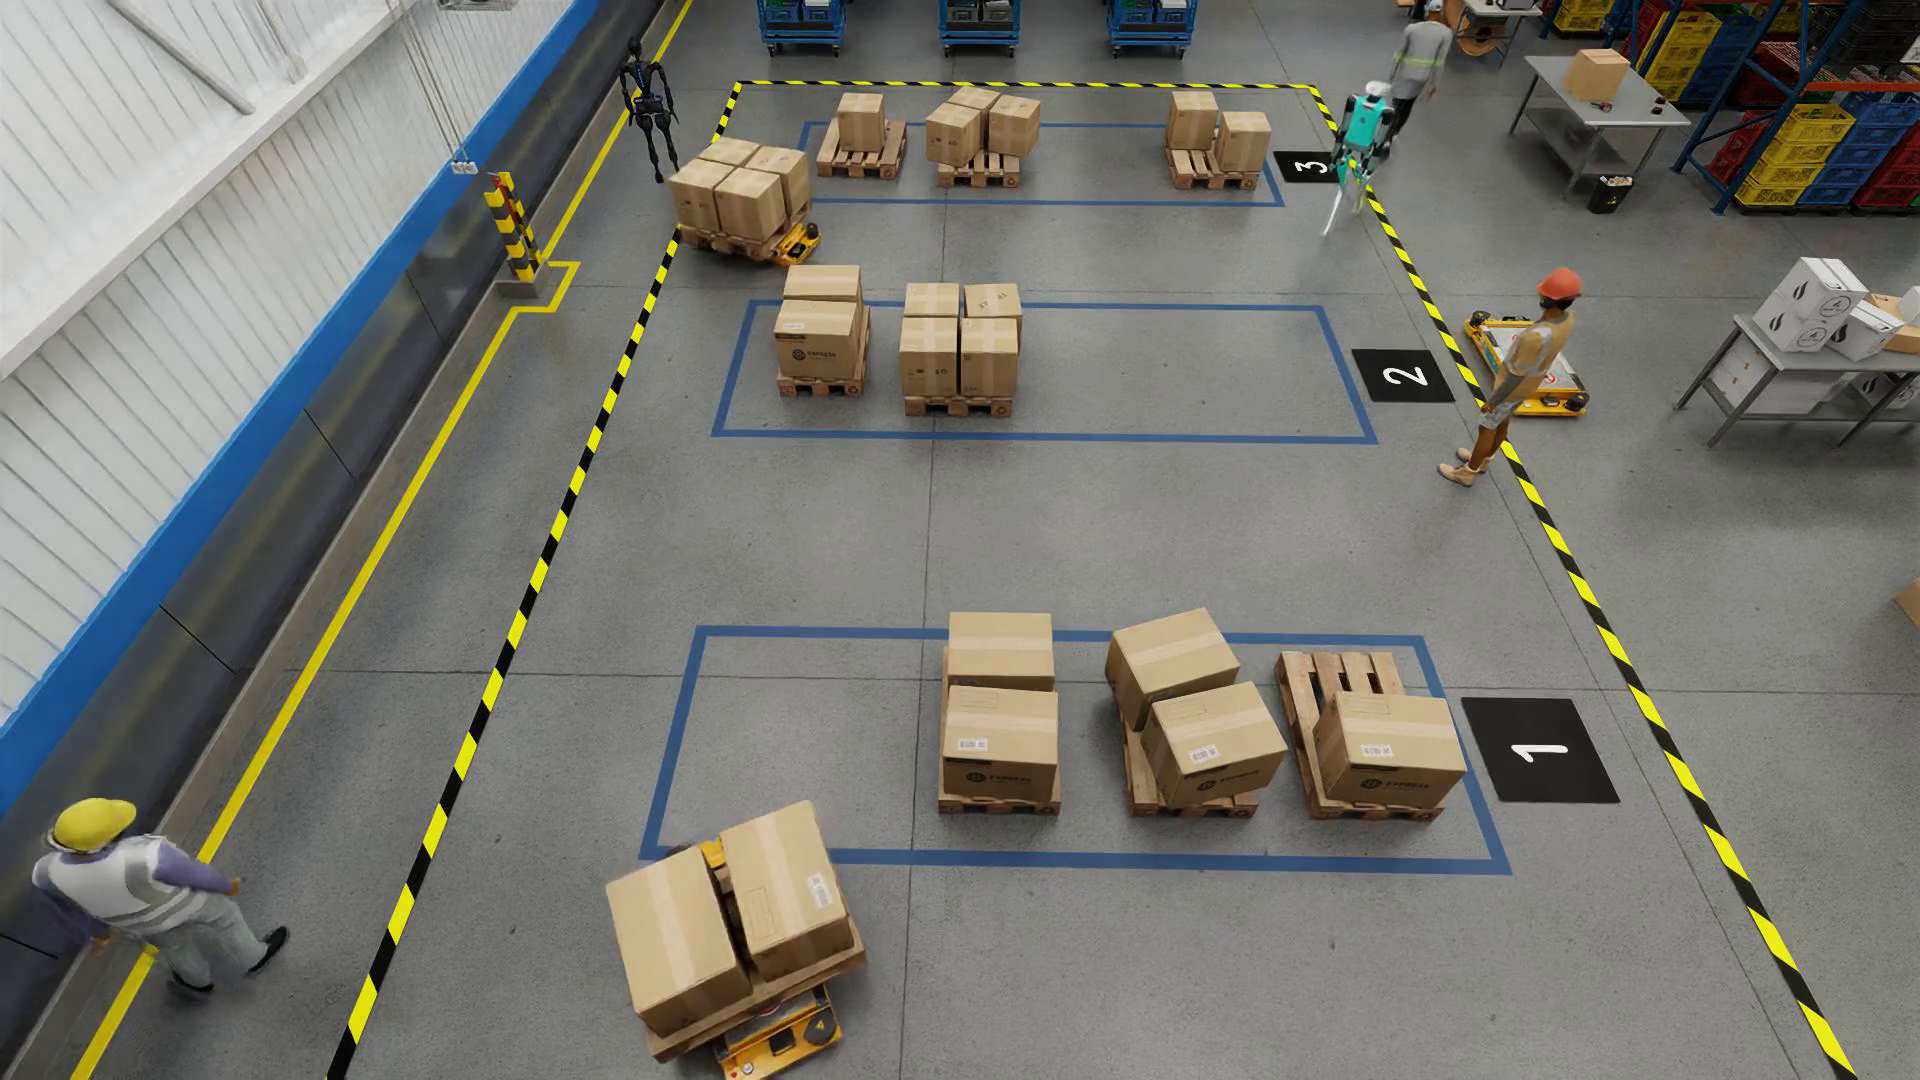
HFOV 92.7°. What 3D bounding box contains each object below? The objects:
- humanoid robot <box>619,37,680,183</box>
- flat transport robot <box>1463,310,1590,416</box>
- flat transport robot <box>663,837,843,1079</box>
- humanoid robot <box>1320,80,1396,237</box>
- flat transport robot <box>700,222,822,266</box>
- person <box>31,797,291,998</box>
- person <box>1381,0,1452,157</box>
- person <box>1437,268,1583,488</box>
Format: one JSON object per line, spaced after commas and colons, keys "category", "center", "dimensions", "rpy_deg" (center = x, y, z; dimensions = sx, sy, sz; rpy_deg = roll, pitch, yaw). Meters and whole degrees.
{"category": "humanoid robot", "center": [-3.738, -5.179, 11.073], "dimensions": [0.599, 1.659, 0.315], "rpy_deg": [-7, 49, -6]}
{"category": "flat transport robot", "center": [5.573, -1.757, 9.054], "dimensions": [0.659, 0.231, 1.431], "rpy_deg": [1, 49, 1]}
{"category": "flat transport robot", "center": [-1.269, 2.389, 5.447], "dimensions": [0.652, 0.197, 1.431], "rpy_deg": [-21, 52, -17]}
{"category": "humanoid robot", "center": [4.562, -4.361, 10.361], "dimensions": [0.547, 1.793, 0.913], "rpy_deg": [33, 57, 25]}
{"category": "flat transport robot", "center": [-2.389, -3.533, 10.573], "dimensions": [1.431, 0.197, 0.652], "rpy_deg": [16, 51, 13]}
{"category": "person", "center": [-4.275, 1.925, 4.866], "dimensions": [0.717, 1.784, 0.444], "rpy_deg": [-11, 50, -10]}
{"category": "person", "center": [5.716, -5.823, 11.558], "dimensions": [0.628, 1.810, 0.861], "rpy_deg": [10, 50, 8]}
{"category": "person", "center": [4.485, -1.282, 7.477], "dimensions": [0.613, 2.031, 0.393], "rpy_deg": [-31, 56, -24]}
